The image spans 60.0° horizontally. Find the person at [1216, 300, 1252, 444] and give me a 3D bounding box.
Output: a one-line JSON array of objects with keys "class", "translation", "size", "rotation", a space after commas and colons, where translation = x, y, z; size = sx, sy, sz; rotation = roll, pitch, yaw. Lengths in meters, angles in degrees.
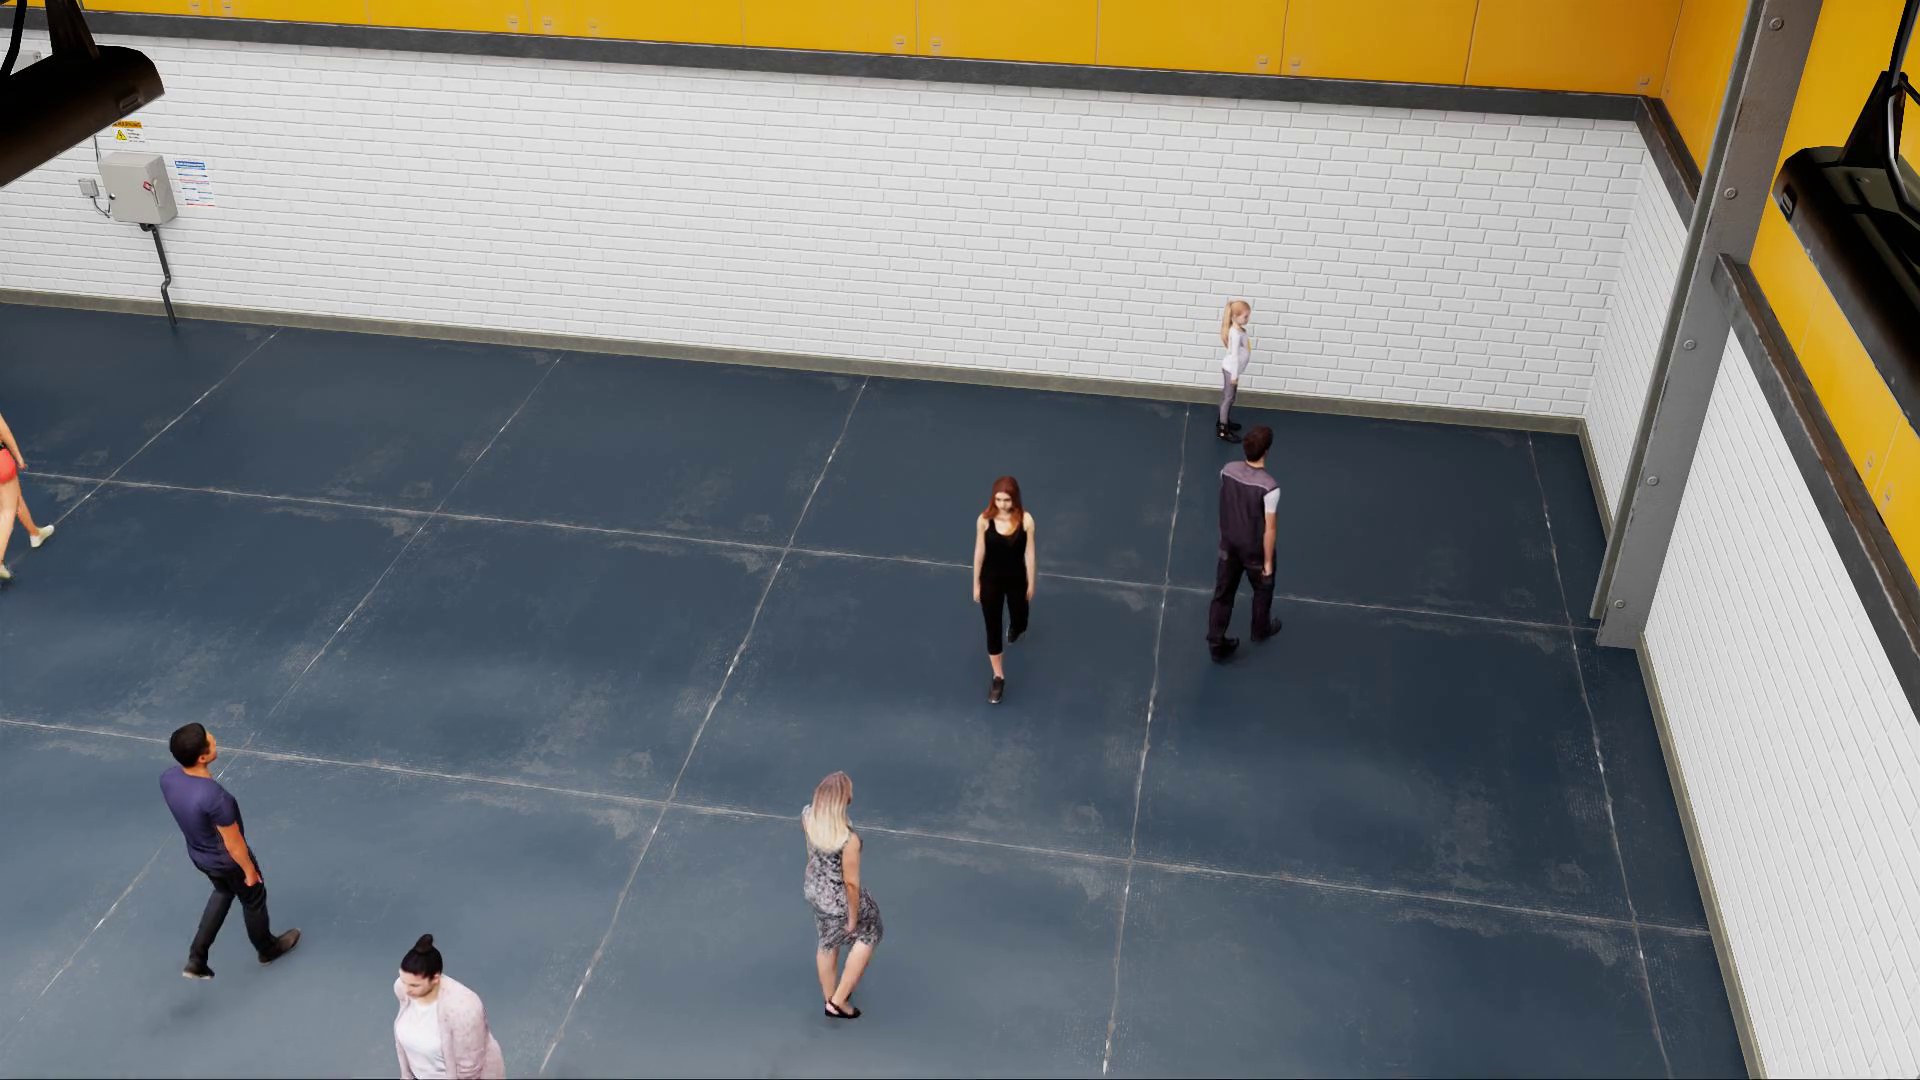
[{"class": "person", "translation": [2.357, -1.483, 14.397], "size": [0.537, 1.278, 0.417], "rotation": [6, 34, 9]}]

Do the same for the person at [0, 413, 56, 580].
[{"class": "person", "translation": [-7.327, -0.535, 12.534], "size": [0.653, 1.761, 1.120], "rotation": [2, 34, 4]}]

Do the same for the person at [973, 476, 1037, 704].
[{"class": "person", "translation": [0.322, 0.258, 11.395], "size": [0.615, 1.701, 0.970], "rotation": [4, 34, 5]}]

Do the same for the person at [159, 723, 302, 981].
[{"class": "person", "translation": [-4.099, 1.755, 9.073], "size": [0.826, 1.779, 0.996], "rotation": [17, 37, 24]}]

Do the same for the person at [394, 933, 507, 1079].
[{"class": "person", "translation": [-2.366, 2.492, 8.013], "size": [0.787, 1.724, 0.819], "rotation": [15, 37, 22]}]

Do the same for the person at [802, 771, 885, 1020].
[{"class": "person", "translation": [-0.732, 1.958, 8.845], "size": [0.702, 1.693, 0.764], "rotation": [24, 40, 31]}]

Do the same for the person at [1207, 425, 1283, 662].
[{"class": "person", "translation": [1.927, 0.077, 11.550], "size": [0.949, 1.831, 1.048], "rotation": [27, 42, 35]}]
